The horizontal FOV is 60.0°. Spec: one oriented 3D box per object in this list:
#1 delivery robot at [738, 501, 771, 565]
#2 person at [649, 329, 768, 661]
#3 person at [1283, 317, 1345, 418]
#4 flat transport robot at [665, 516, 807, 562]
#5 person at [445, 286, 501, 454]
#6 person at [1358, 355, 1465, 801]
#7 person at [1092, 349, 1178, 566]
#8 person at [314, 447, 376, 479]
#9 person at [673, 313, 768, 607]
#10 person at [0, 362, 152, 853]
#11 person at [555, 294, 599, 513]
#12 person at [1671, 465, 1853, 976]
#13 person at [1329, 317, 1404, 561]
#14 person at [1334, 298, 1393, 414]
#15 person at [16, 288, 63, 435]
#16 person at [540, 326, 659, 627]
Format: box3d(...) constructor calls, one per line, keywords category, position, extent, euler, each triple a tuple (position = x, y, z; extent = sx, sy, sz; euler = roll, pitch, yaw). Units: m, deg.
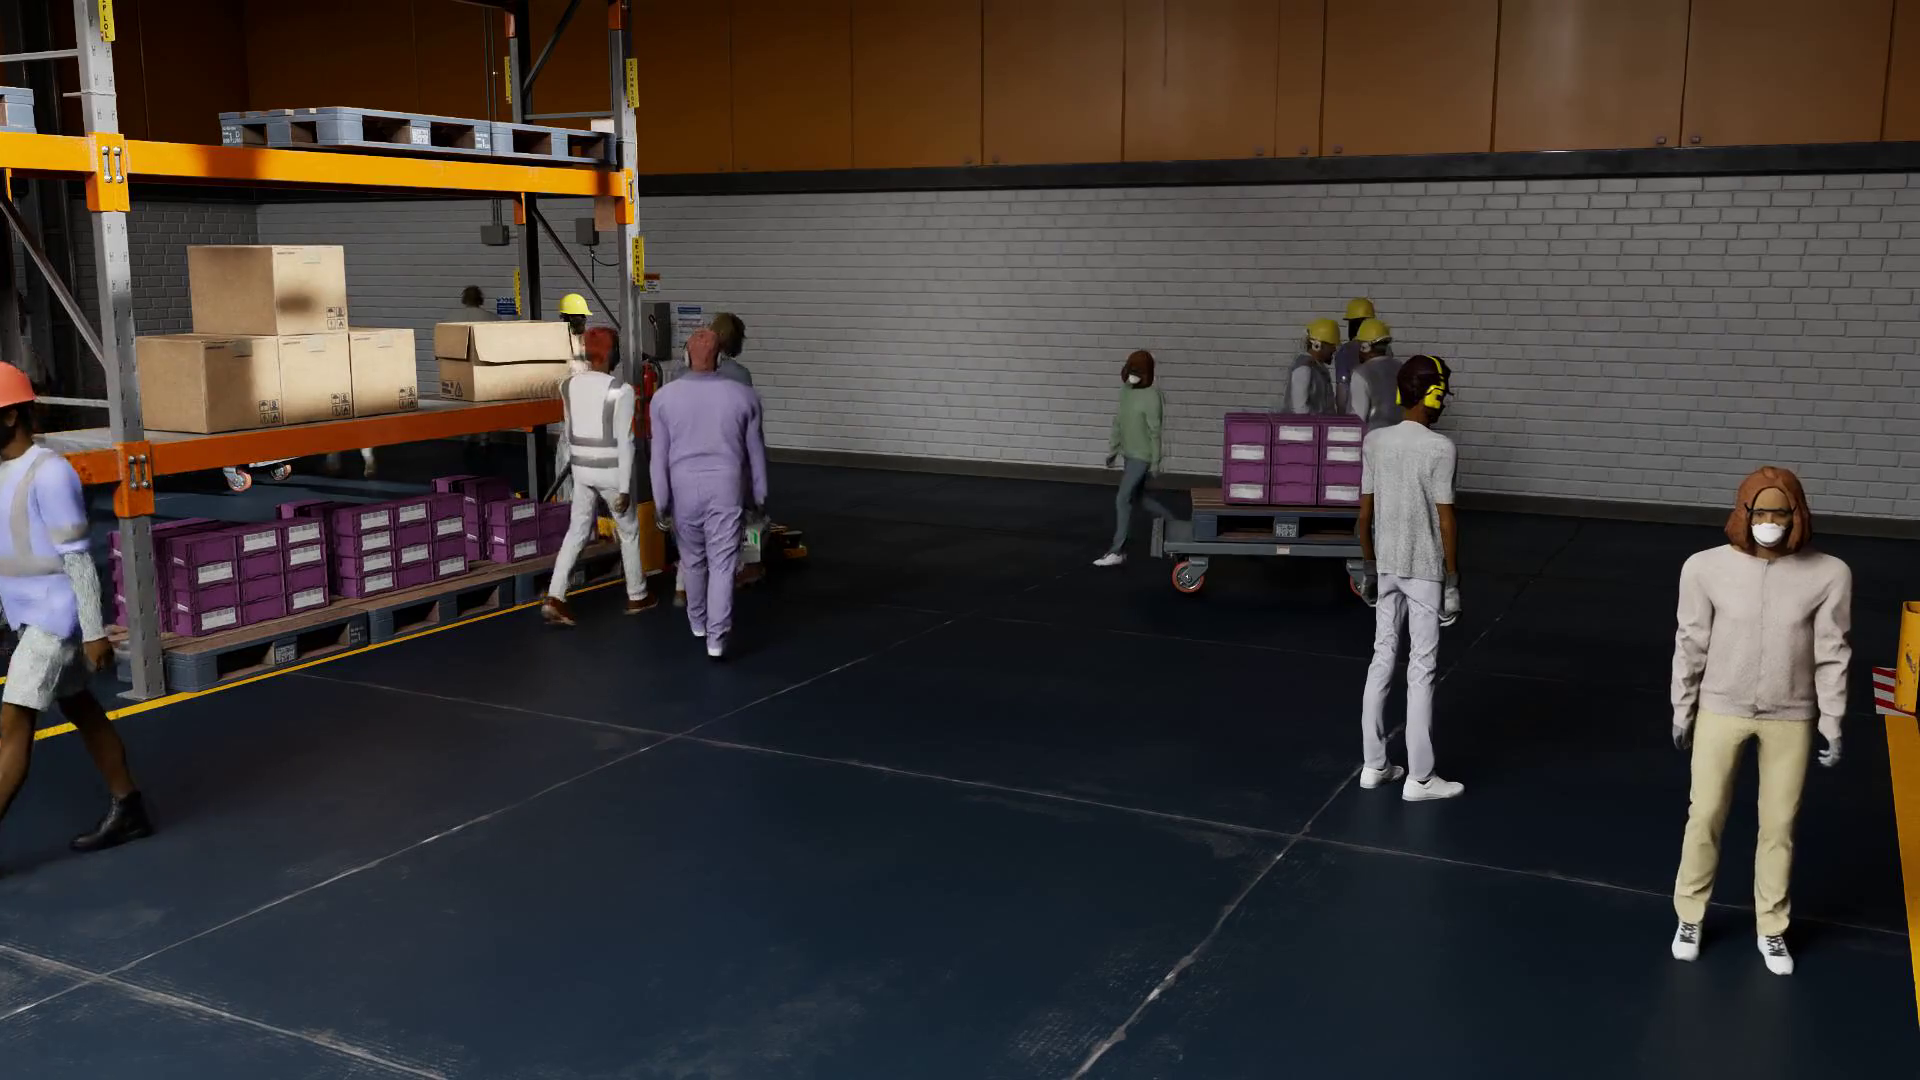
box3d(category="delivery robot", position=(-1.522, -0.031, 11.581), extent=(0.477, 0.478, 0.707), euler=(0, 10, 1))
box3d(category="person", position=(-1.426, -0.271, 9.487), extent=(0.655, 1.854, 1.012), euler=(-1, 10, -7))
box3d(category="person", position=(2.621, -0.802, 12.712), extent=(0.593, 1.800, 0.656), euler=(3, 10, 18))
box3d(category="flat transport robot", position=(-1.817, -0.028, 12.657), extent=(0.652, 0.197, 1.431), euler=(-7, 12, -36))
box3d(category="person", position=(-5.550, -1.958, 19.126), extent=(0.643, 1.893, 0.878), euler=(-2, 10, -10))
box3d(category="person", position=(1.895, 0.157, 6.980), extent=(0.328, 1.865, 0.520), euler=(-7, 12, -35))
box3d(category="person", position=(1.358, -0.608, 12.153), extent=(0.744, 1.597, 0.524), euler=(-3, 10, -18))
box3d(category="person", position=(-6.251, -1.496, 16.788), extent=(0.884, 1.797, 0.683), euler=(6, 11, 31))
box3d(category="person", position=(-1.589, -0.530, 10.886), extent=(0.708, 1.886, 0.861), euler=(8, 13, 40))
box3d(category="person", position=(-3.488, 0.300, 6.080), extent=(0.556, 1.885, 0.965), euler=(9, 13, 43))
box3d(category="person", position=(-3.382, -1.184, 14.561), extent=(0.383, 1.924, 0.594), euler=(-5, 11, -25))
box3d(category="person", position=(2.527, 0.569, 5.287), extent=(0.506, 1.626, 0.278), euler=(3, 10, 19))
box3d(category="person", position=(3.018, -0.720, 12.190), extent=(0.594, 1.836, 0.403), euler=(-8, 12, -38))
box3d(category="person", position=(3.163, -0.956, 13.239), extent=(0.594, 1.924, 0.382), euler=(-6, 12, -32))
box3d(category="person", position=(-6.801, -0.813, 12.084), extent=(0.699, 2.000, 0.535), euler=(6, 12, 32))
box3d(category="person", position=(-2.238, -0.392, 10.241), extent=(0.576, 1.849, 0.973), euler=(4, 11, 23))
